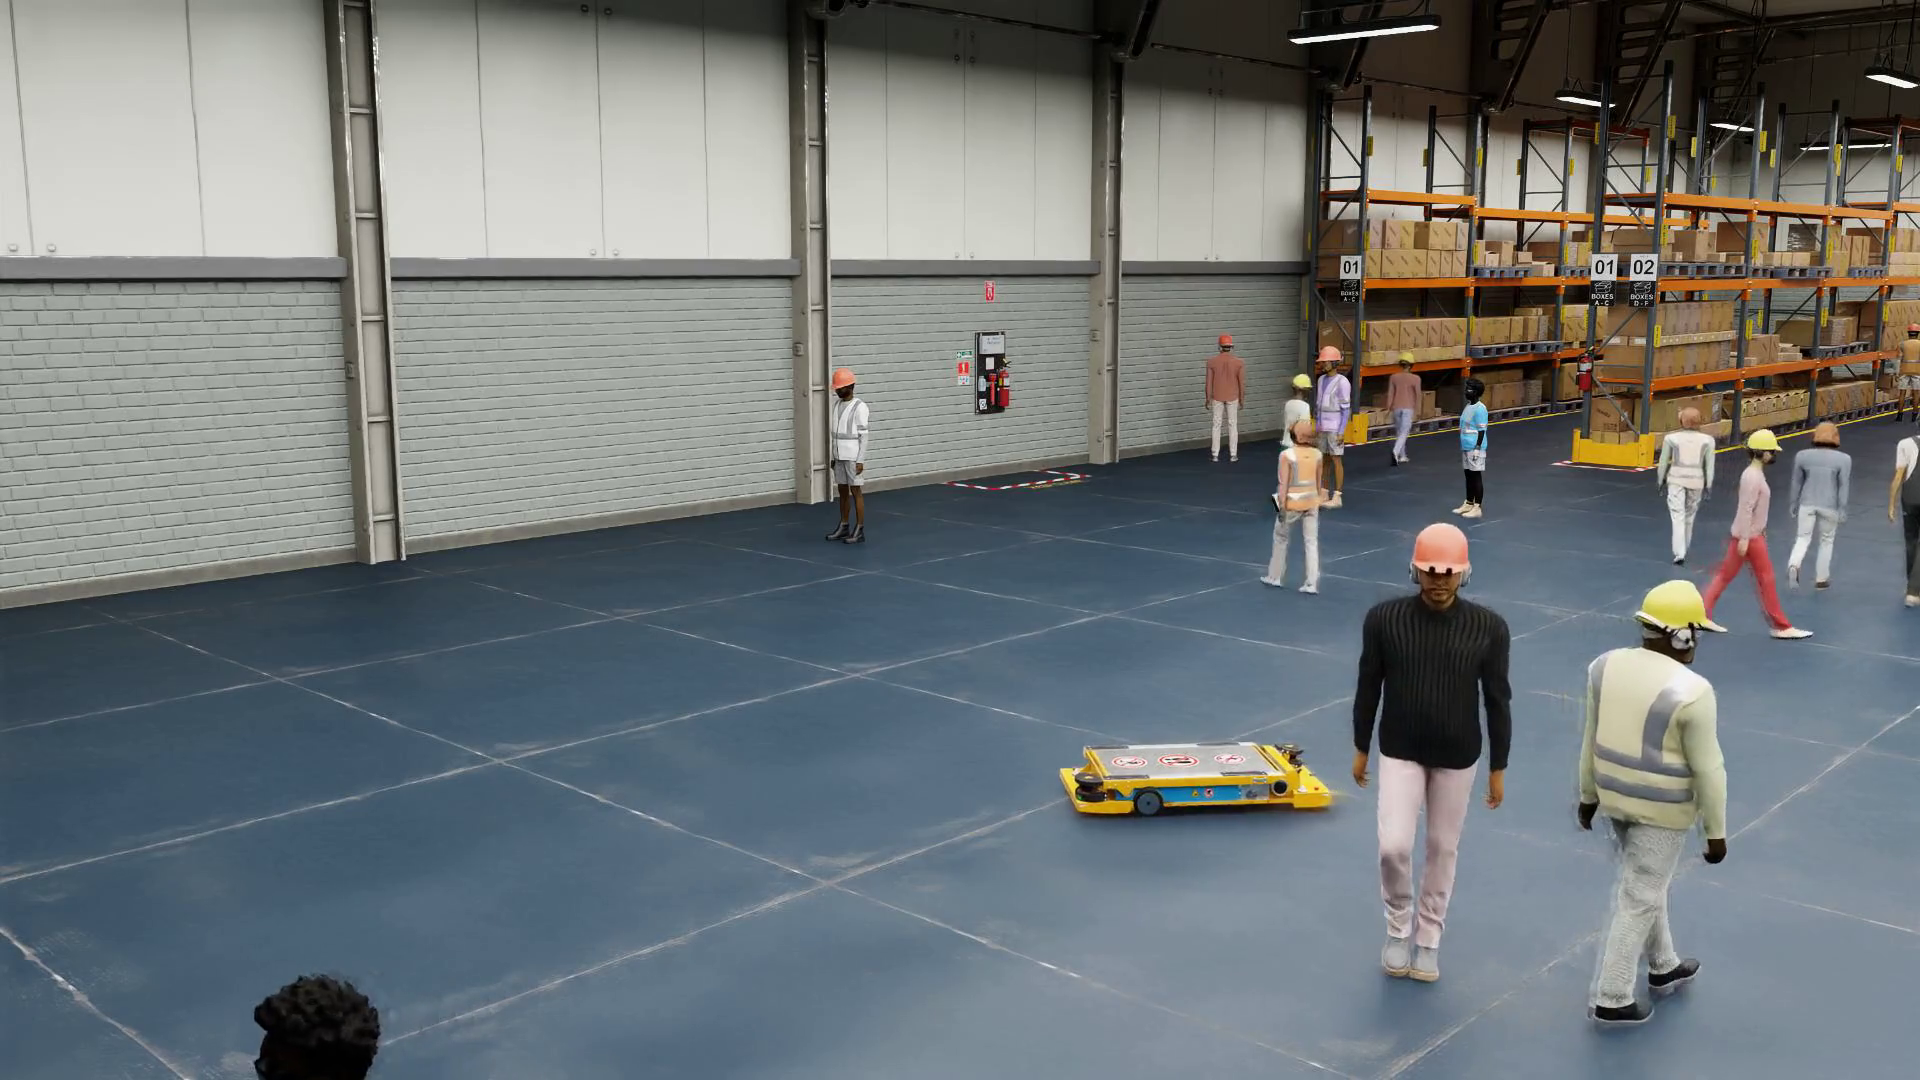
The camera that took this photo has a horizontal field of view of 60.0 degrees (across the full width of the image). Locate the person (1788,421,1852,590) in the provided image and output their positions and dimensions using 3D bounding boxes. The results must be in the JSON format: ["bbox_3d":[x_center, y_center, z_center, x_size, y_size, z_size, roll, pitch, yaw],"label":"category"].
[{"bbox_3d":[7.997,-0.306,15.514,0.509,1.613,0.642,8,12,41],"label":"person"}]

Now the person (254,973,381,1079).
[{"bbox_3d":[-1.185,1.659,3.361,0.719,1.679,0.546,-8,13,-42],"label":"person"}]

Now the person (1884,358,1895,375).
[{"bbox_3d":[21.210,-4.157,38.137,0.663,1.894,0.599,0,9,-1],"label":"person"}]

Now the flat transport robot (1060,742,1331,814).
[{"bbox_3d":[1.327,1.349,9.509,1.431,0.197,0.652,-1,9,-5],"label":"flat transport robot"}]

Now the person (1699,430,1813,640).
[{"bbox_3d":[6.511,-0.049,13.622,0.899,1.712,0.538,4,10,23],"label":"person"}]

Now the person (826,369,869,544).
[{"bbox_3d":[-1.250,-0.922,18.317,0.373,1.928,0.543,-9,13,-42],"label":"person"}]

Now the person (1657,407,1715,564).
[{"bbox_3d":[7.476,-0.567,17.147,0.525,1.599,0.839,3,10,15],"label":"person"}]

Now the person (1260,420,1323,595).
[{"bbox_3d":[3.122,-0.316,15.588,0.541,1.608,0.754,-4,10,-24],"label":"person"}]

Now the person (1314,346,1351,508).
[{"bbox_3d":[4.661,-1.421,21.003,0.394,2.044,0.609,-4,10,-22],"label":"person"}]

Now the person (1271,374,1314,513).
[{"bbox_3d":[4.006,-1.123,20.056,0.532,1.754,0.538,-3,10,-19],"label":"person"}]

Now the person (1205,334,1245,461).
[{"bbox_3d":[4.144,-2.223,26.029,0.622,1.996,0.369,0,9,3],"label":"person"}]

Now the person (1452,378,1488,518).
[{"bbox_3d":[6.223,-1.116,20.206,0.319,1.696,0.532,-1,9,-3],"label":"person"}]

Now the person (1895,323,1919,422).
[{"bbox_3d":[18.703,-3.289,32.726,0.544,1.935,0.361,5,10,27],"label":"person"}]

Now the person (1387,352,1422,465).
[{"bbox_3d":[6.807,-2.020,25.609,0.532,1.742,0.790,8,12,41],"label":"person"}]

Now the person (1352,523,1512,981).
[{"bbox_3d":[1.981,0.907,7.000,0.650,1.976,0.475,2,10,14],"label":"person"}]

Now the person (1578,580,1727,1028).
[{"bbox_3d":[2.872,1.049,6.692,0.815,1.798,0.608,-4,10,-21],"label":"person"}]

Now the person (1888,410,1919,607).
[{"bbox_3d":[8.716,-0.315,15.016,0.545,1.788,0.932,6,11,33],"label":"person"}]
